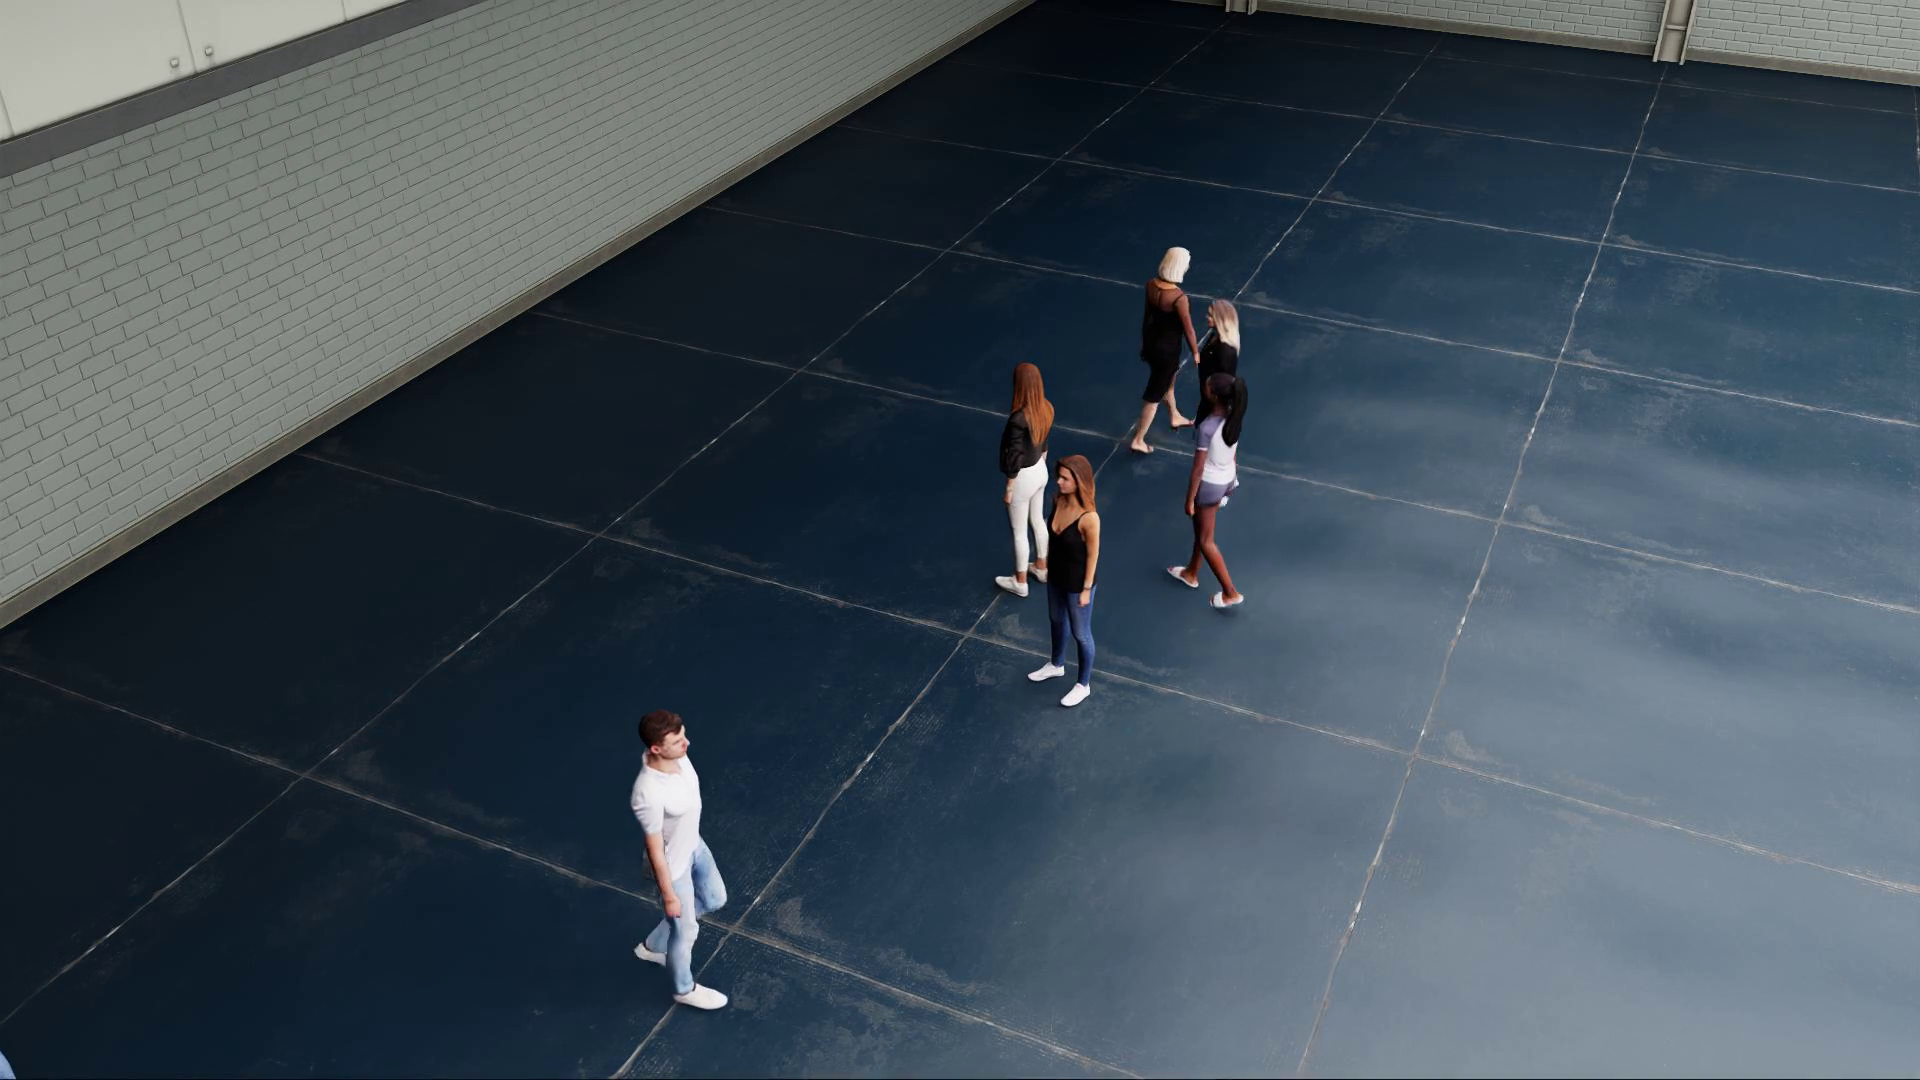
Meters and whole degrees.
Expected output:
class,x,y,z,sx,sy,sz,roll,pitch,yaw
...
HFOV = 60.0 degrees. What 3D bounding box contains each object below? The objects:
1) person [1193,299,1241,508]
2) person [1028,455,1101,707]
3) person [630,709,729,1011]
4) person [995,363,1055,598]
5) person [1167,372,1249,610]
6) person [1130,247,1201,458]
class,x,y,z,sx,sy,sz,roll,pitch,yaw
person,2.002,-0.970,12.184,0.753,1.675,0.733,0,32,-1
person,0.693,0.224,10.247,0.742,1.722,0.635,-20,37,-28
person,-1.460,1.546,8.044,0.827,1.836,0.780,4,32,6
person,0.456,-0.413,11.277,0.569,1.699,0.617,20,37,29
person,1.726,-0.316,11.109,1.004,1.715,0.787,25,40,34
person,1.492,-1.406,12.840,0.971,1.712,0.971,-17,36,-25
